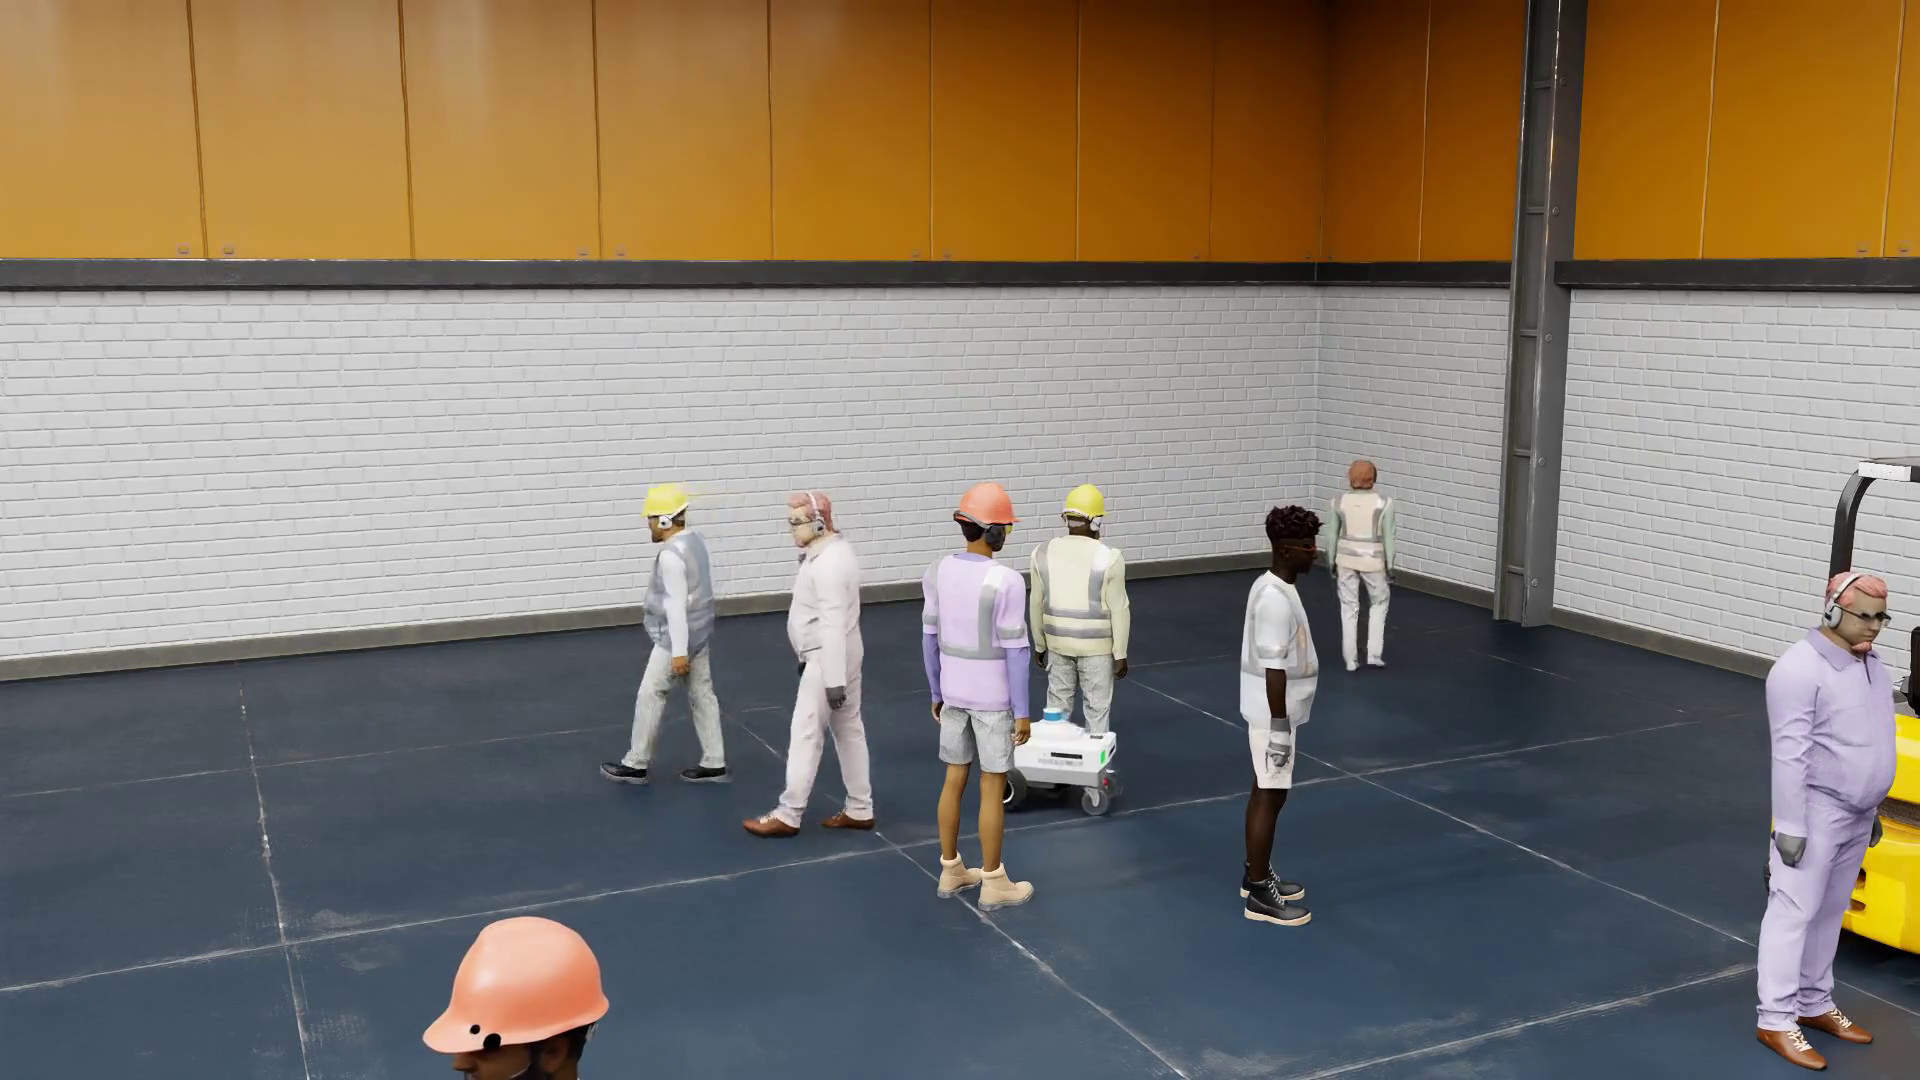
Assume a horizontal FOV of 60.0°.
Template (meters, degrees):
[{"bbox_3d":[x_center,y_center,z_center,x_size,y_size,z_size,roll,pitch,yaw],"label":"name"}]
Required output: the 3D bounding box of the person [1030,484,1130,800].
[{"bbox_3d":[0.699,0.594,9.538,0.601,1.827,0.404,5,10,28],"label":"person"}]

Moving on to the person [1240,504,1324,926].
[{"bbox_3d":[1.498,0.803,7.822,0.362,1.962,0.613,1,9,8],"label":"person"}]

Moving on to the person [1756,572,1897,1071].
[{"bbox_3d":[3.372,1.061,6.426,0.636,1.902,0.406,-6,11,-35],"label":"person"}]

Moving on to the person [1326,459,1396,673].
[{"bbox_3d":[3.052,0.192,12.619,0.548,1.624,0.479,5,10,28],"label":"person"}]

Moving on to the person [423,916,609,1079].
[{"bbox_3d":[-0.731,1.598,2.969,0.363,1.939,0.542,-8,12,-40],"label":"person"}]

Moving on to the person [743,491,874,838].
[{"bbox_3d":[-0.794,0.671,8.924,0.581,1.890,0.667,0,9,2],"label":"person"}]

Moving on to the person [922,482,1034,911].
[{"bbox_3d":[0.108,0.738,7.981,0.614,2.040,0.391,8,12,41],"label":"person"}]

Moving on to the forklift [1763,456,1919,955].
[{"bbox_3d":[4.857,0.731,7.561,2.313,2.155,1.214,-4,10,-25],"label":"forklift"}]

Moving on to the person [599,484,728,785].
[{"bbox_3d":[-1.769,0.565,9.808,0.839,1.792,0.629,1,9,8],"label":"person"}]

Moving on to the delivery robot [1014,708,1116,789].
[{"bbox_3d":[0.523,1.198,9.443,0.707,0.478,0.477,3,10,16],"label":"delivery robot"}]
